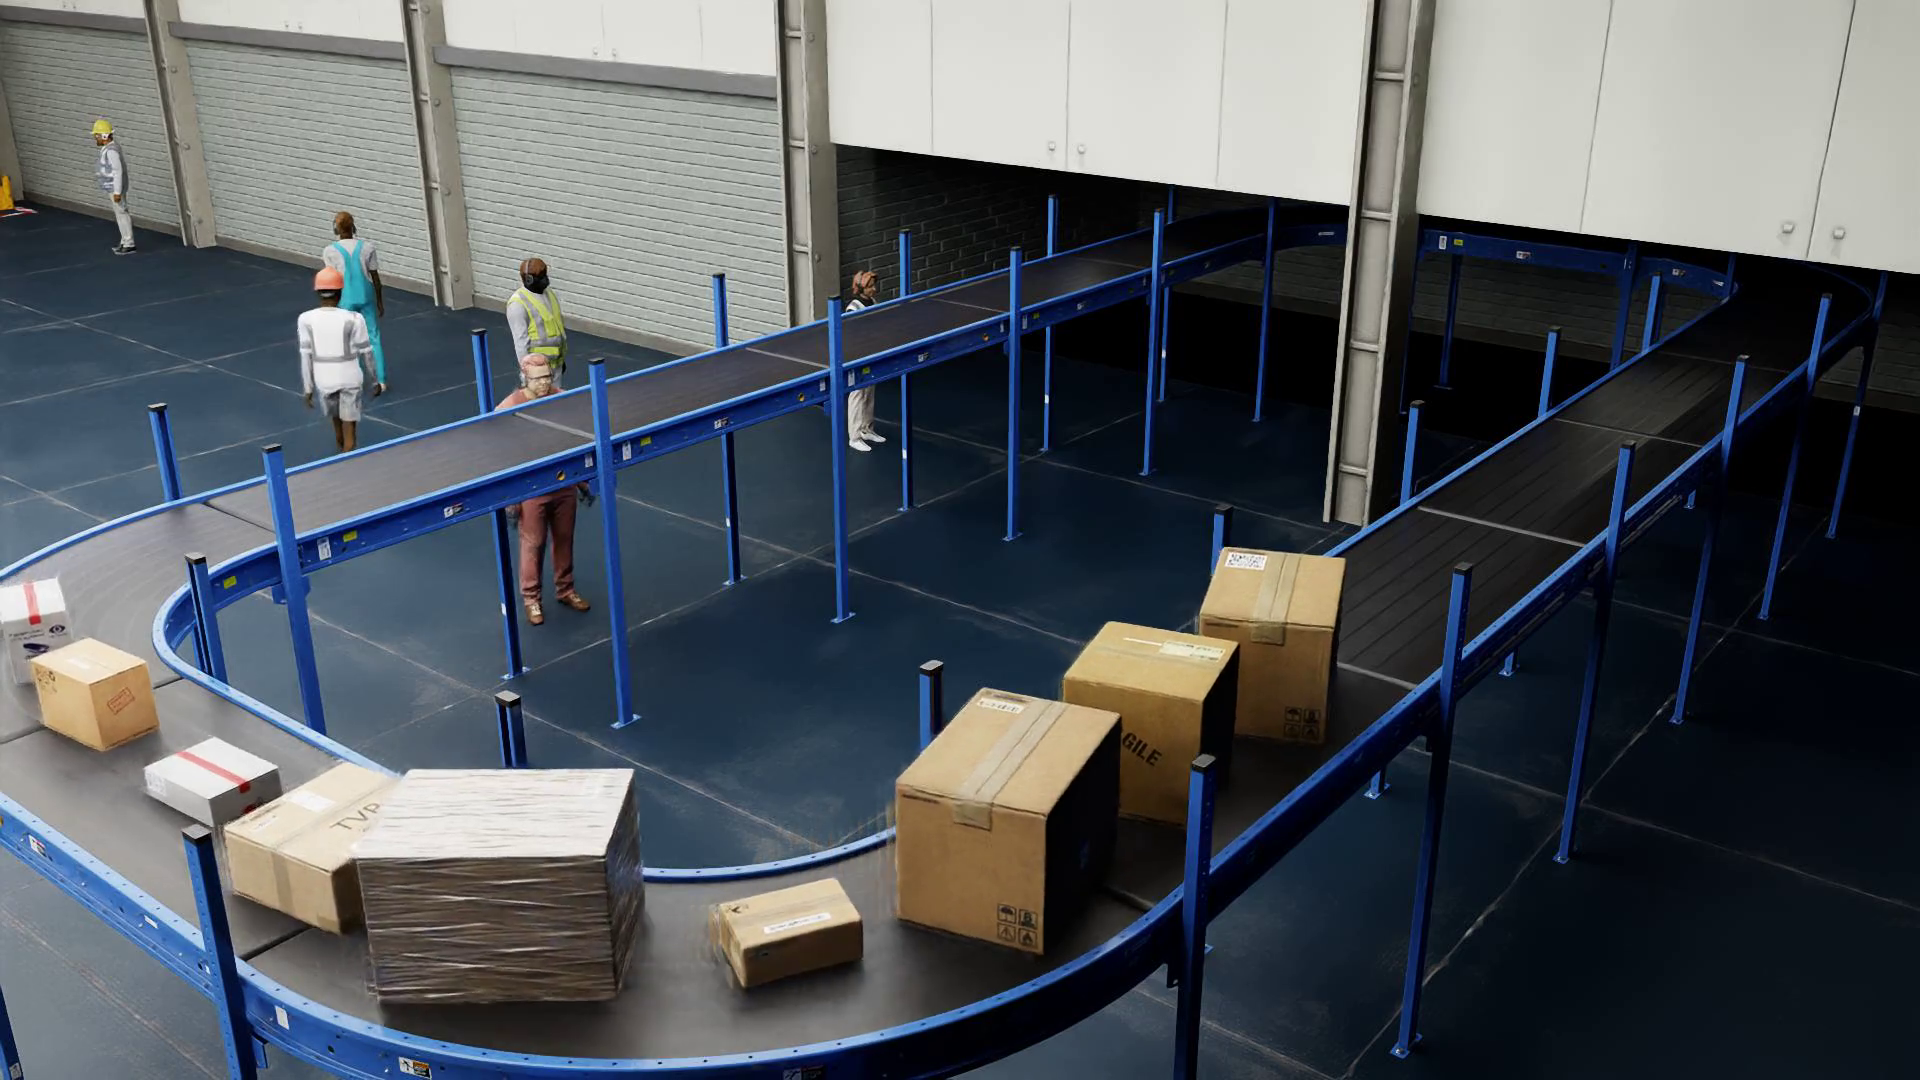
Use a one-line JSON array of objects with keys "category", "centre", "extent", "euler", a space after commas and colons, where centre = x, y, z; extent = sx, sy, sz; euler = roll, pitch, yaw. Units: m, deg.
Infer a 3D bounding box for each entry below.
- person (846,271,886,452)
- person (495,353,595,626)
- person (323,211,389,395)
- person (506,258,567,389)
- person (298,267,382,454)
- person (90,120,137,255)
[{"category": "person", "centre": [-0.861, -1.635, 15.103], "extent": [0.310, 1.638, 0.522], "euler": [9, 23, 22]}, {"category": "person", "centre": [-2.871, -0.366, 11.523], "extent": [0.407, 1.898, 0.692], "euler": [19, 29, 40]}, {"category": "person", "centre": [-6.065, -2.375, 16.707], "extent": [0.517, 1.842, 0.327], "euler": [-11, 24, -27]}, {"category": "person", "centre": [-3.673, -1.567, 14.659], "extent": [0.429, 1.844, 0.626], "euler": [7, 22, 16]}, {"category": "person", "centre": [-5.214, -1.369, 14.084], "extent": [0.568, 1.889, 0.961], "euler": [-1, 22, -3]}, {"category": "person", "centre": [-11.783, -4.909, 23.160], "extent": [0.404, 1.831, 0.600], "euler": [-12, 25, -28]}]
